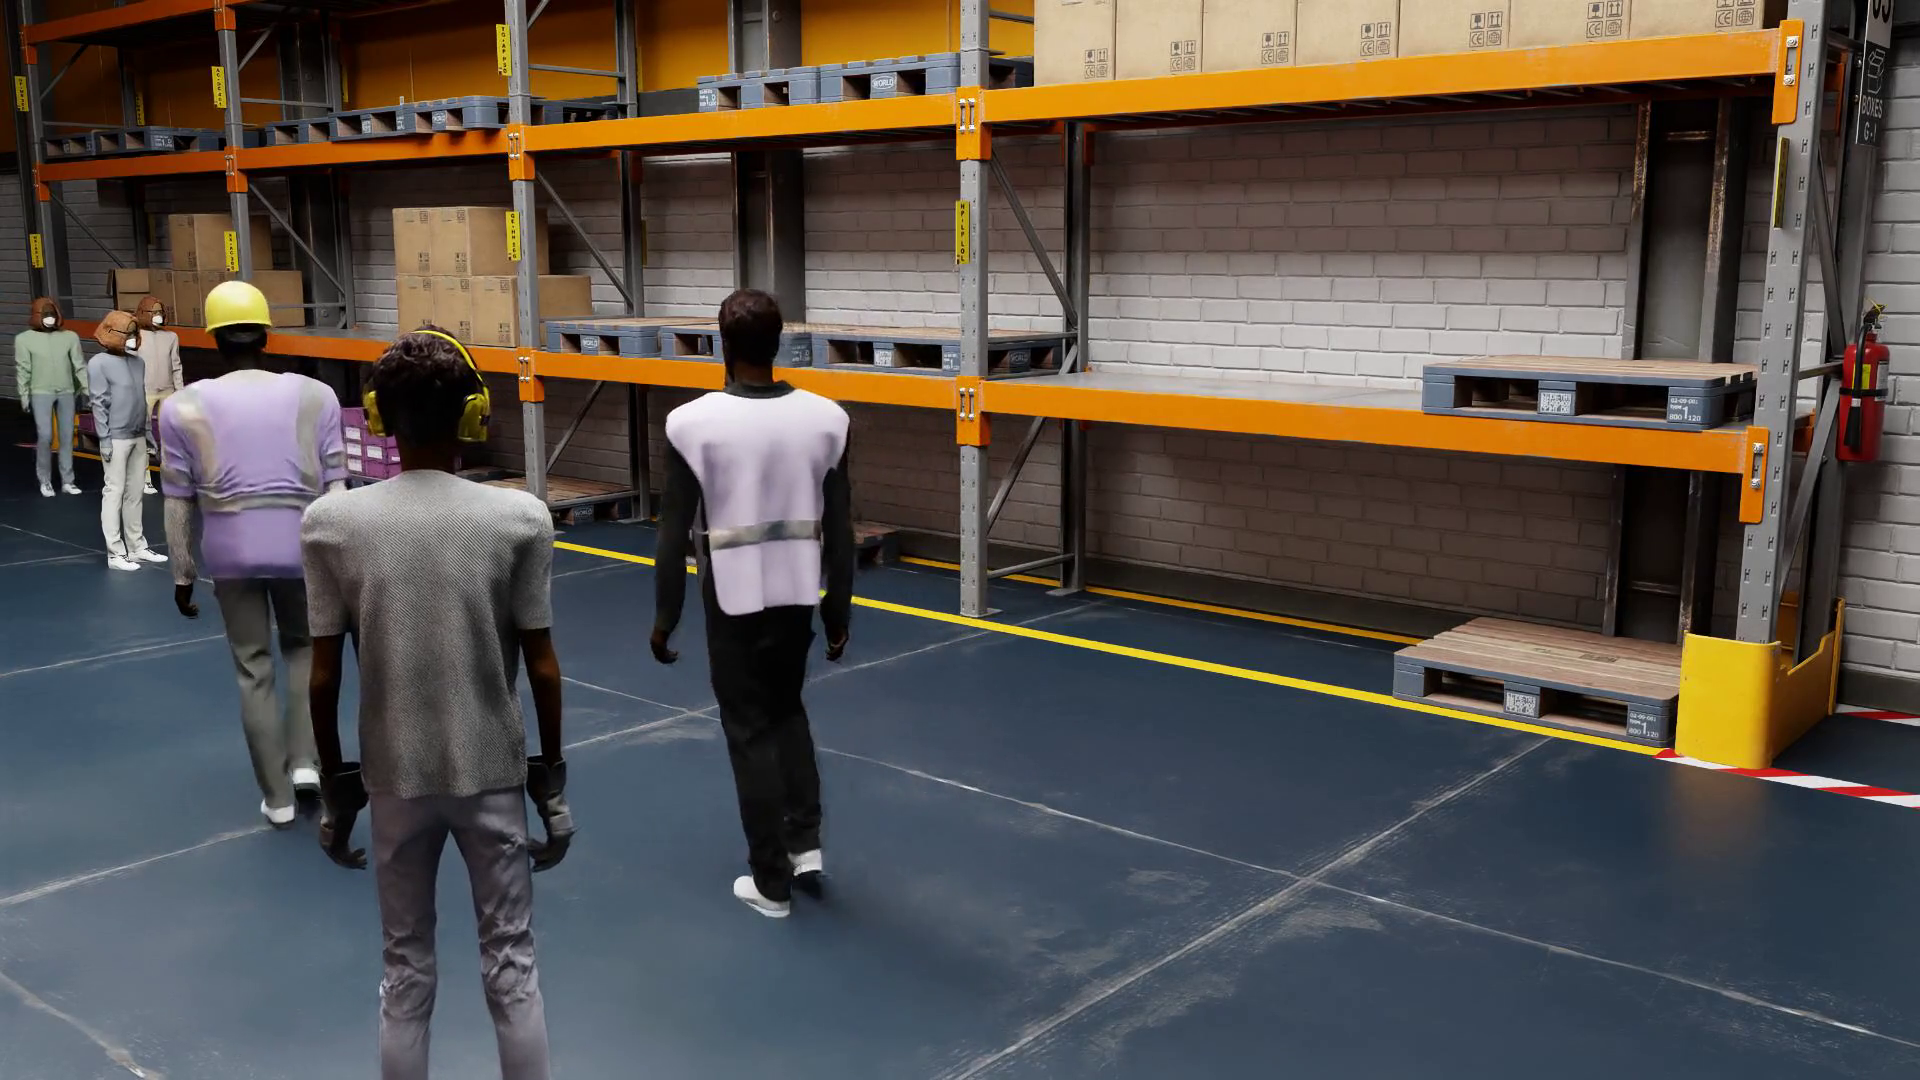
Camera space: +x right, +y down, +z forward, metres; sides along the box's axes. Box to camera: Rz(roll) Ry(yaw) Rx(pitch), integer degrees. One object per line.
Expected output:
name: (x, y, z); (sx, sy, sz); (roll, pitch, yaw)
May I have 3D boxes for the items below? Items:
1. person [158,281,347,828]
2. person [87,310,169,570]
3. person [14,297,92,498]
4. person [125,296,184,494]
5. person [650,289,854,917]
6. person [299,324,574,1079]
person: (-2.455, 0.054, 5.847); (0.612, 1.904, 0.501); (-5, 11, -27)
person: (-5.288, -0.632, 10.544); (0.285, 1.631, 0.497); (1, 10, 8)
person: (-7.392, -1.165, 13.609); (0.375, 1.621, 0.516); (8, 13, 38)
person: (-6.673, -1.199, 13.791); (0.277, 1.629, 0.497); (7, 12, 34)
person: (-0.630, 0.198, 5.070); (0.597, 1.901, 0.490); (-6, 12, -32)
person: (-1.054, 0.509, 3.402); (0.512, 1.861, 0.330); (-1, 10, -7)
